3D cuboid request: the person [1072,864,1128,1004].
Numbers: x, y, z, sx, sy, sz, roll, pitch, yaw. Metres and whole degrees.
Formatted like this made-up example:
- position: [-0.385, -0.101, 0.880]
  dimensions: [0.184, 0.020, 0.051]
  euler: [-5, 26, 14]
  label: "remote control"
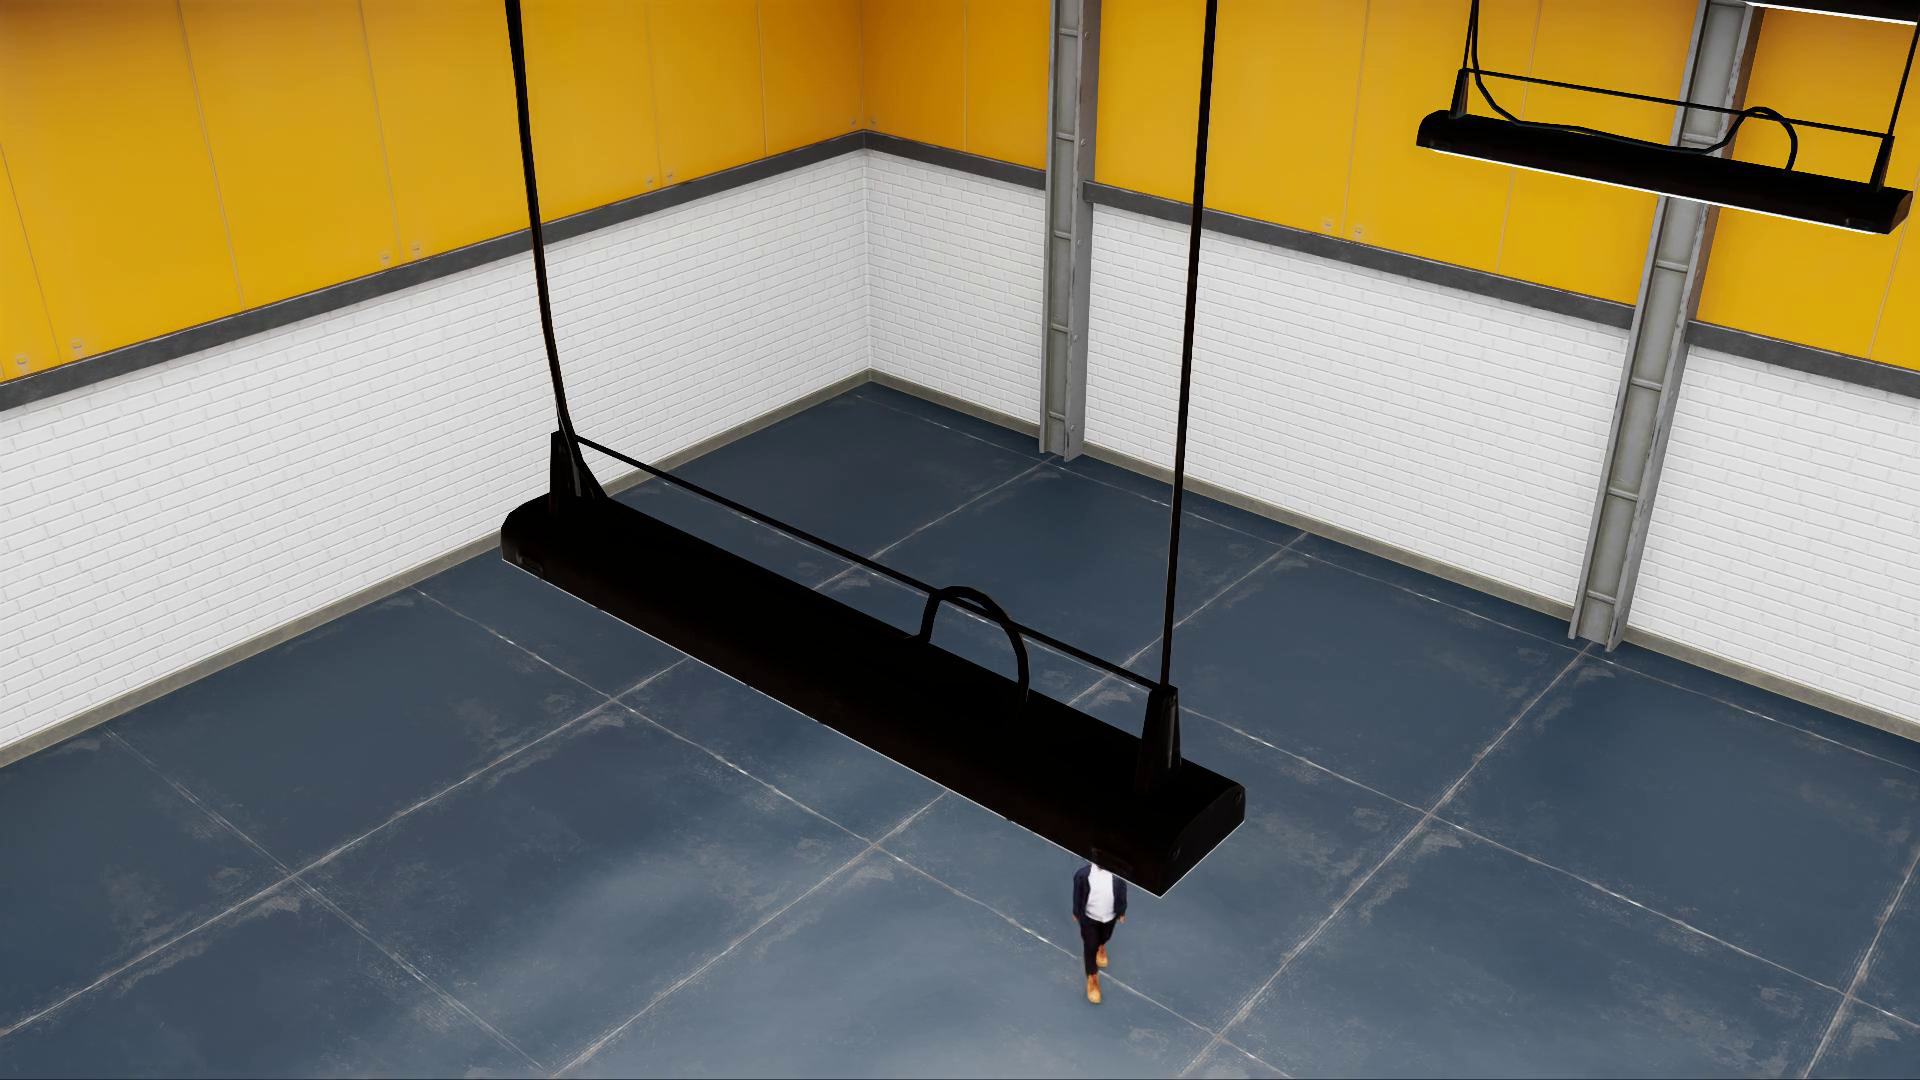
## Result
- position: [0.912, 2.379, 10.929]
  dimensions: [0.783, 1.205, 0.856]
  euler: [-4, 29, -7]
  label: "person"
